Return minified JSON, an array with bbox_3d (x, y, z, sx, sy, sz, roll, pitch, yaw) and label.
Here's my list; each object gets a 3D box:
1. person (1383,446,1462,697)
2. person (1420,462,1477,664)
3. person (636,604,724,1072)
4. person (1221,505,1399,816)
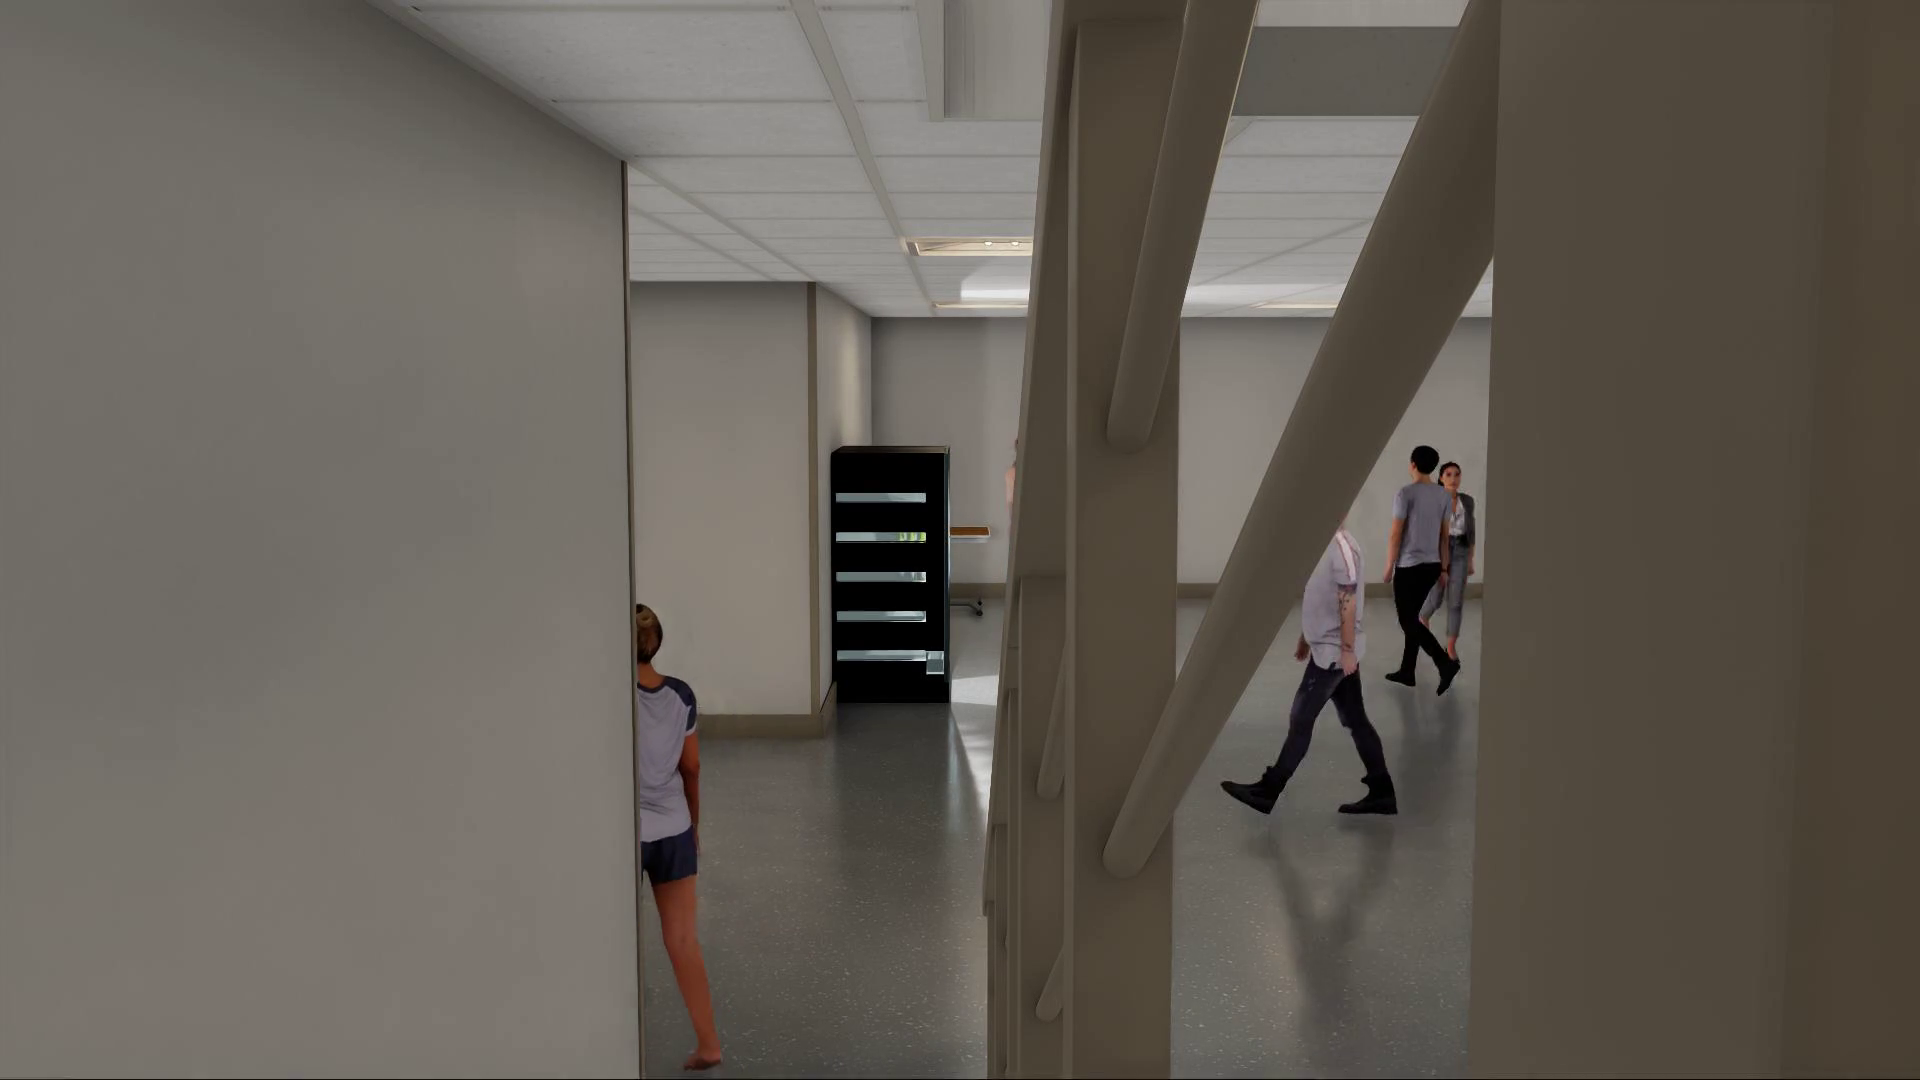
[{"bbox_3d":[3.465,0.242,12.417,1.003,1.839,1.204,-3,7,-28],"label":"person"},{"bbox_3d":[4.045,0.184,13.877,0.623,1.662,0.867,0,6,-2],"label":"person"},{"bbox_3d":[-1.040,1.046,5.669,0.947,1.589,1.106,-4,7,-33],"label":"person"},{"bbox_3d":[2.087,0.626,8.856,0.882,1.787,1.152,1,6,9],"label":"person"}]
